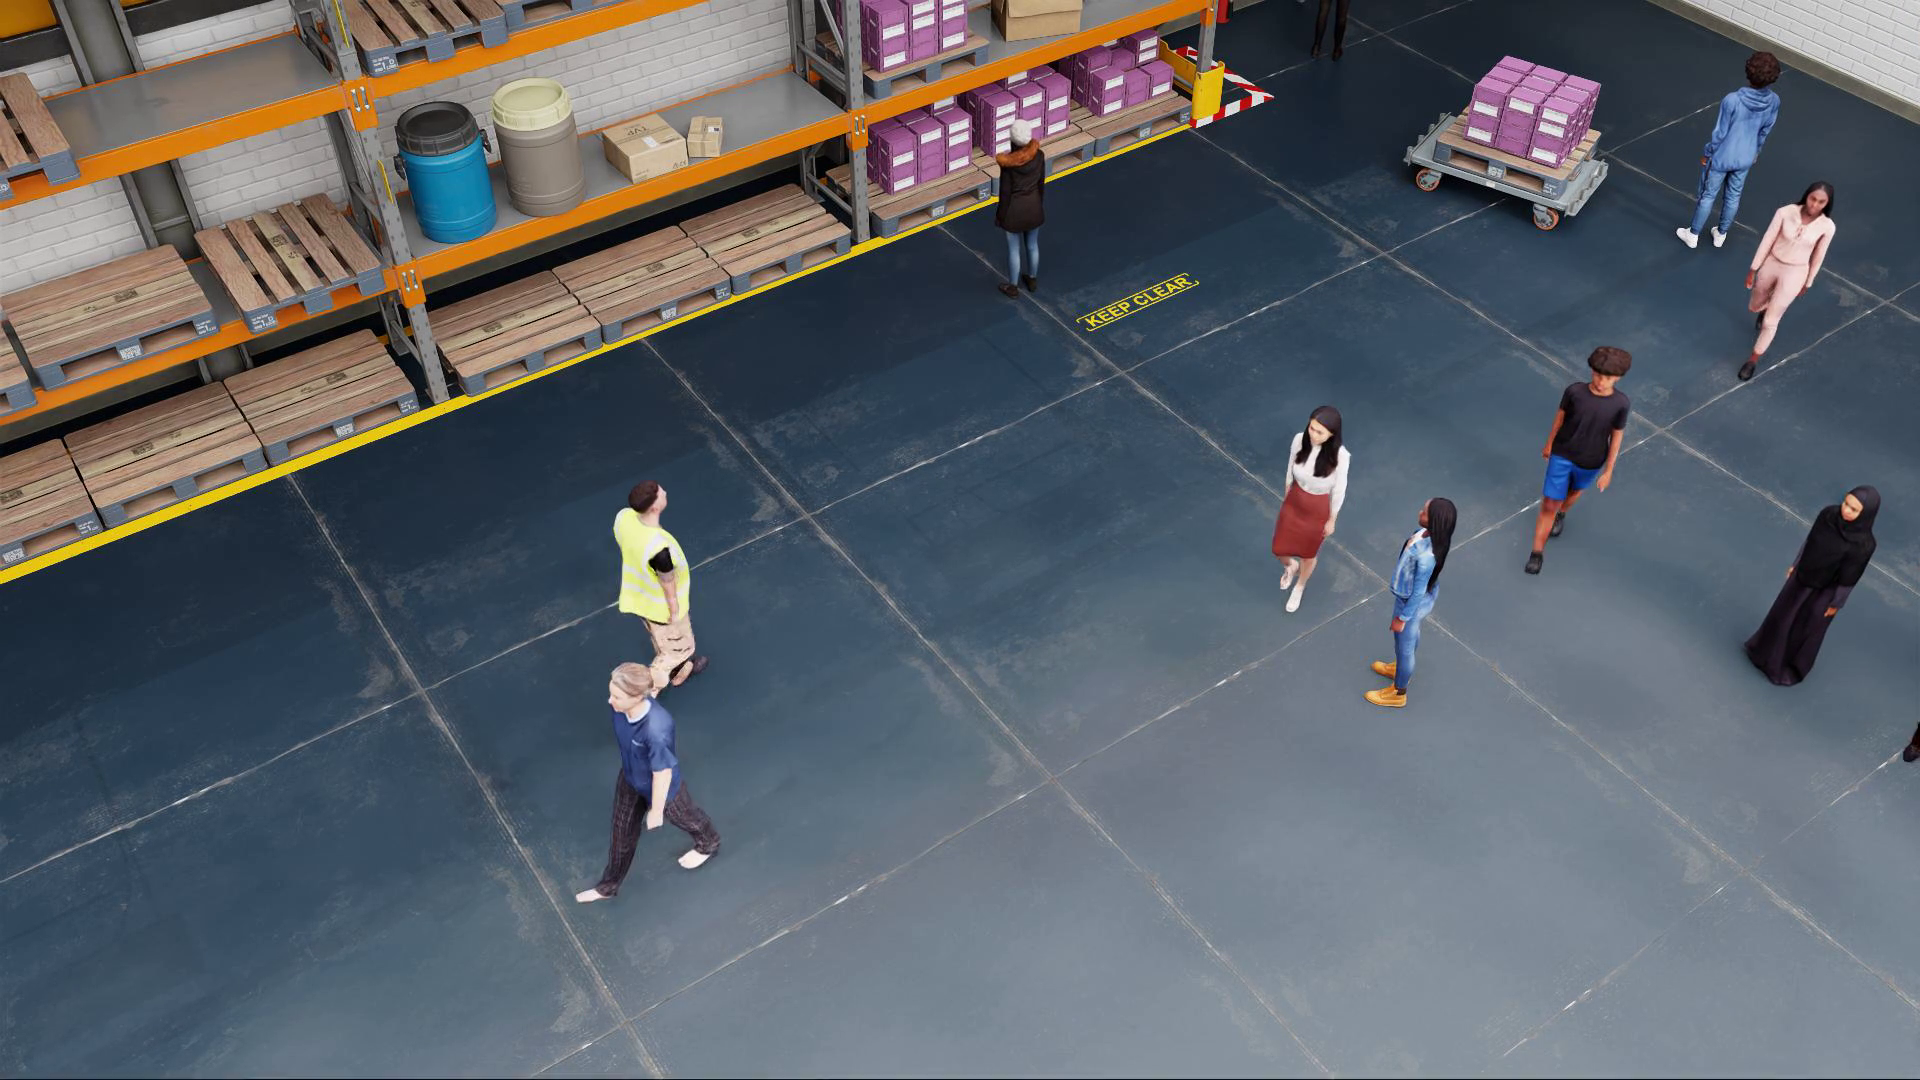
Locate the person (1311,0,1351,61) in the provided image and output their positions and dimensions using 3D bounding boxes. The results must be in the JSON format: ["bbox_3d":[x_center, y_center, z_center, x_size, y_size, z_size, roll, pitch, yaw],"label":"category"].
[{"bbox_3d":[3.849,-5.701,16.937,0.632,1.639,0.685,9,44,9],"label":"person"}]

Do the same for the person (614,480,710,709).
[{"bbox_3d":[-1.934,0.377,10.416,0.962,1.834,0.757,-32,52,-29],"label":"person"}]

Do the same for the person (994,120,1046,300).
[{"bbox_3d":[0.512,-2.754,13.845,0.563,1.636,0.709,-21,47,-20],"label":"person"}]

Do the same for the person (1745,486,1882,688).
[{"bbox_3d":[5.543,0.261,10.696,0.711,1.614,0.702,-11,45,-11],"label":"person"}]

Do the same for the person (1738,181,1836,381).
[{"bbox_3d":[6.495,-2.113,13.129,0.836,1.696,1.123,26,50,25],"label":"person"}]

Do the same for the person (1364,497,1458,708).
[{"bbox_3d":[2.873,0.383,10.497,0.737,1.712,0.628,16,46,16],"label":"person"}]

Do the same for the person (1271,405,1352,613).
[{"bbox_3d":[2.373,-0.228,11.117,0.684,1.742,0.697,27,50,25],"label":"person"}]

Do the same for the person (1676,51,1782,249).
[{"bbox_3d":[6.664,-3.351,14.346,0.711,1.810,0.823,-1,44,-1],"label":"person"}]

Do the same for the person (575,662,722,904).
[{"bbox_3d":[-1.660,1.317,9.433,1.174,1.828,0.784,-32,52,-29],"label":"person"}]

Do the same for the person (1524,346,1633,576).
[{"bbox_3d":[4.317,-0.642,11.547,1.005,1.749,1.208,17,46,17],"label":"person"}]
